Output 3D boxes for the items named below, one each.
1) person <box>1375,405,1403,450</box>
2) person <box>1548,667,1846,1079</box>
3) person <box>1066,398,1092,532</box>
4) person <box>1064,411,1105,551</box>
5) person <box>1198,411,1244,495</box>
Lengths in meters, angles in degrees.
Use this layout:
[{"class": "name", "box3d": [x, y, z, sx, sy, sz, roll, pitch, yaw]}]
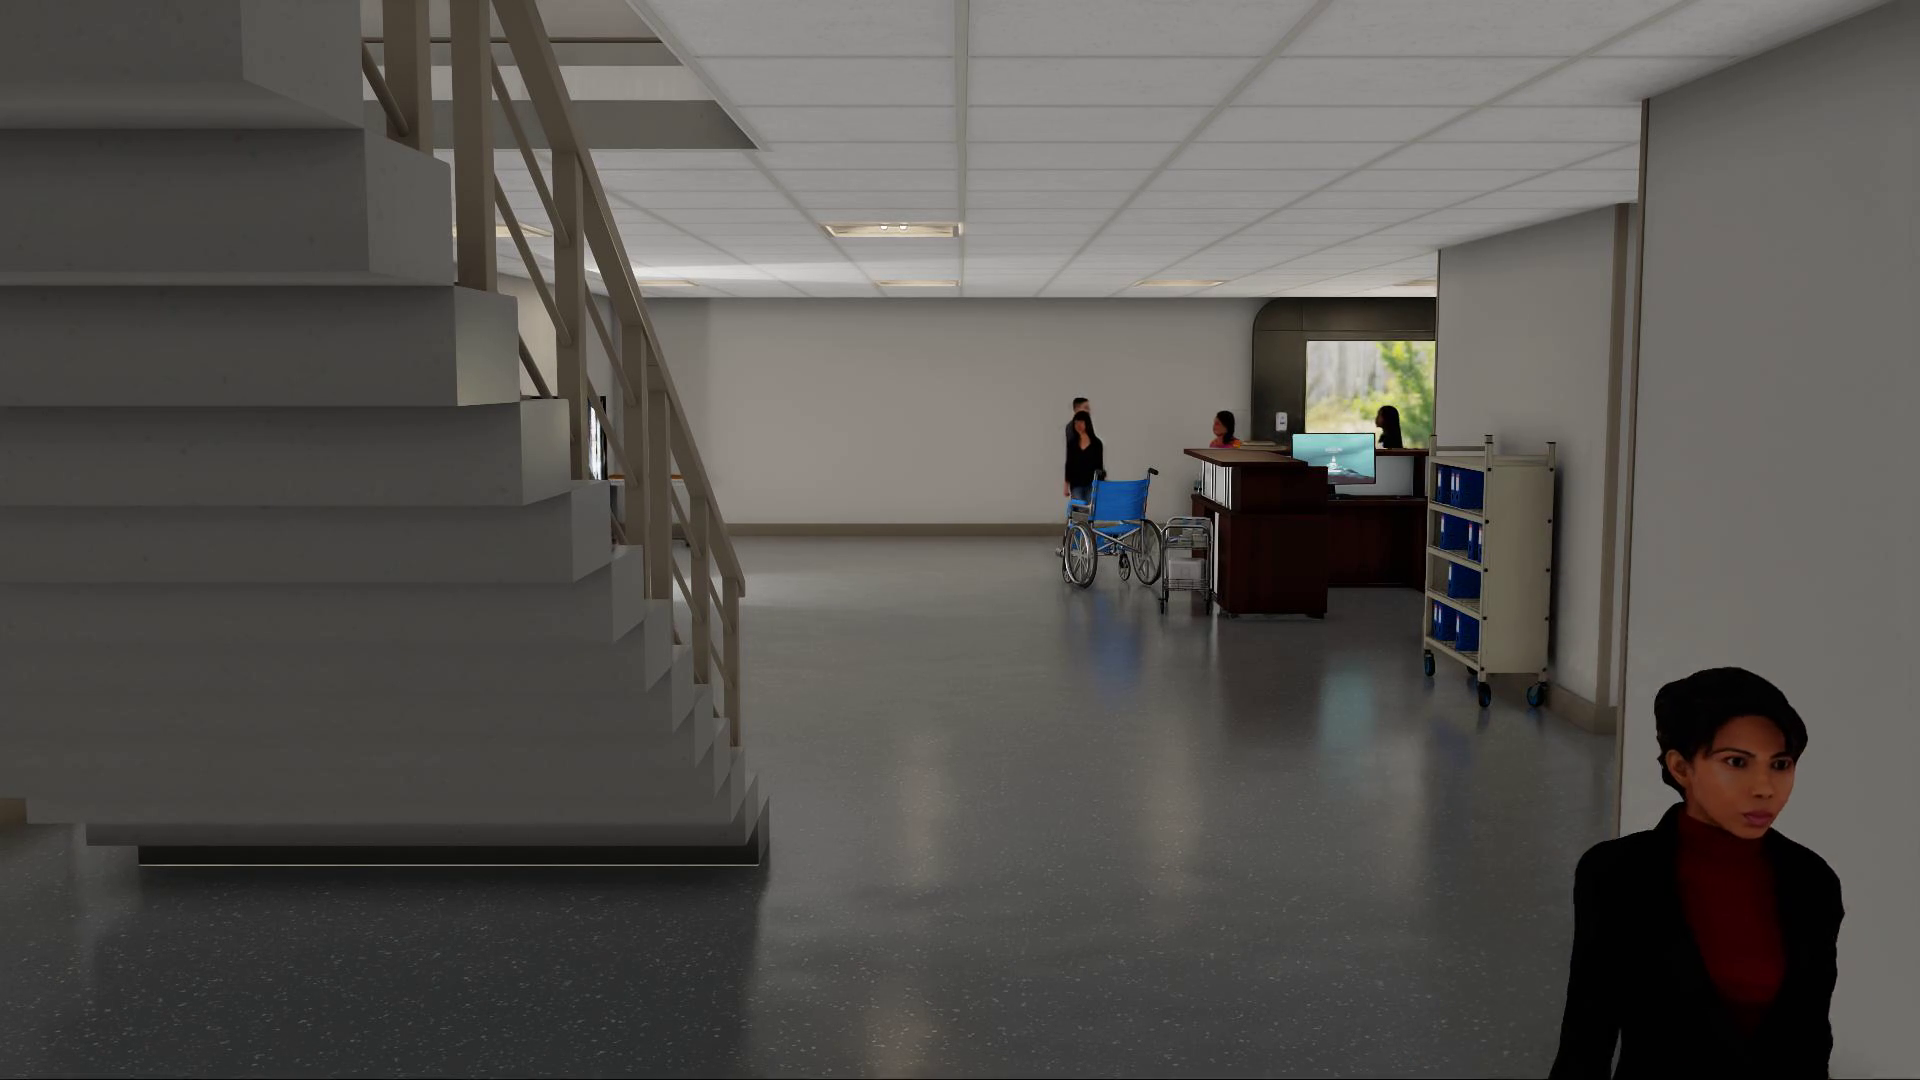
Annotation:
[{"class": "person", "box3d": [4.399, -0.494, 16.881, 0.641, 1.709, 0.843, 0, 6, 0]}, {"class": "person", "box3d": [1.065, 0.999, 2.492, 0.650, 1.619, 0.972, 1, 6, 7]}, {"class": "person", "box3d": [1.436, -0.821, 19.864, 0.760, 1.762, 0.636, 3, 7, 29]}, {"class": "person", "box3d": [1.389, -0.580, 18.282, 0.812, 1.599, 1.138, 2, 6, 19]}, {"class": "person", "box3d": [2.837, -0.538, 17.603, 0.865, 1.652, 0.835, -2, 6, -22]}]
